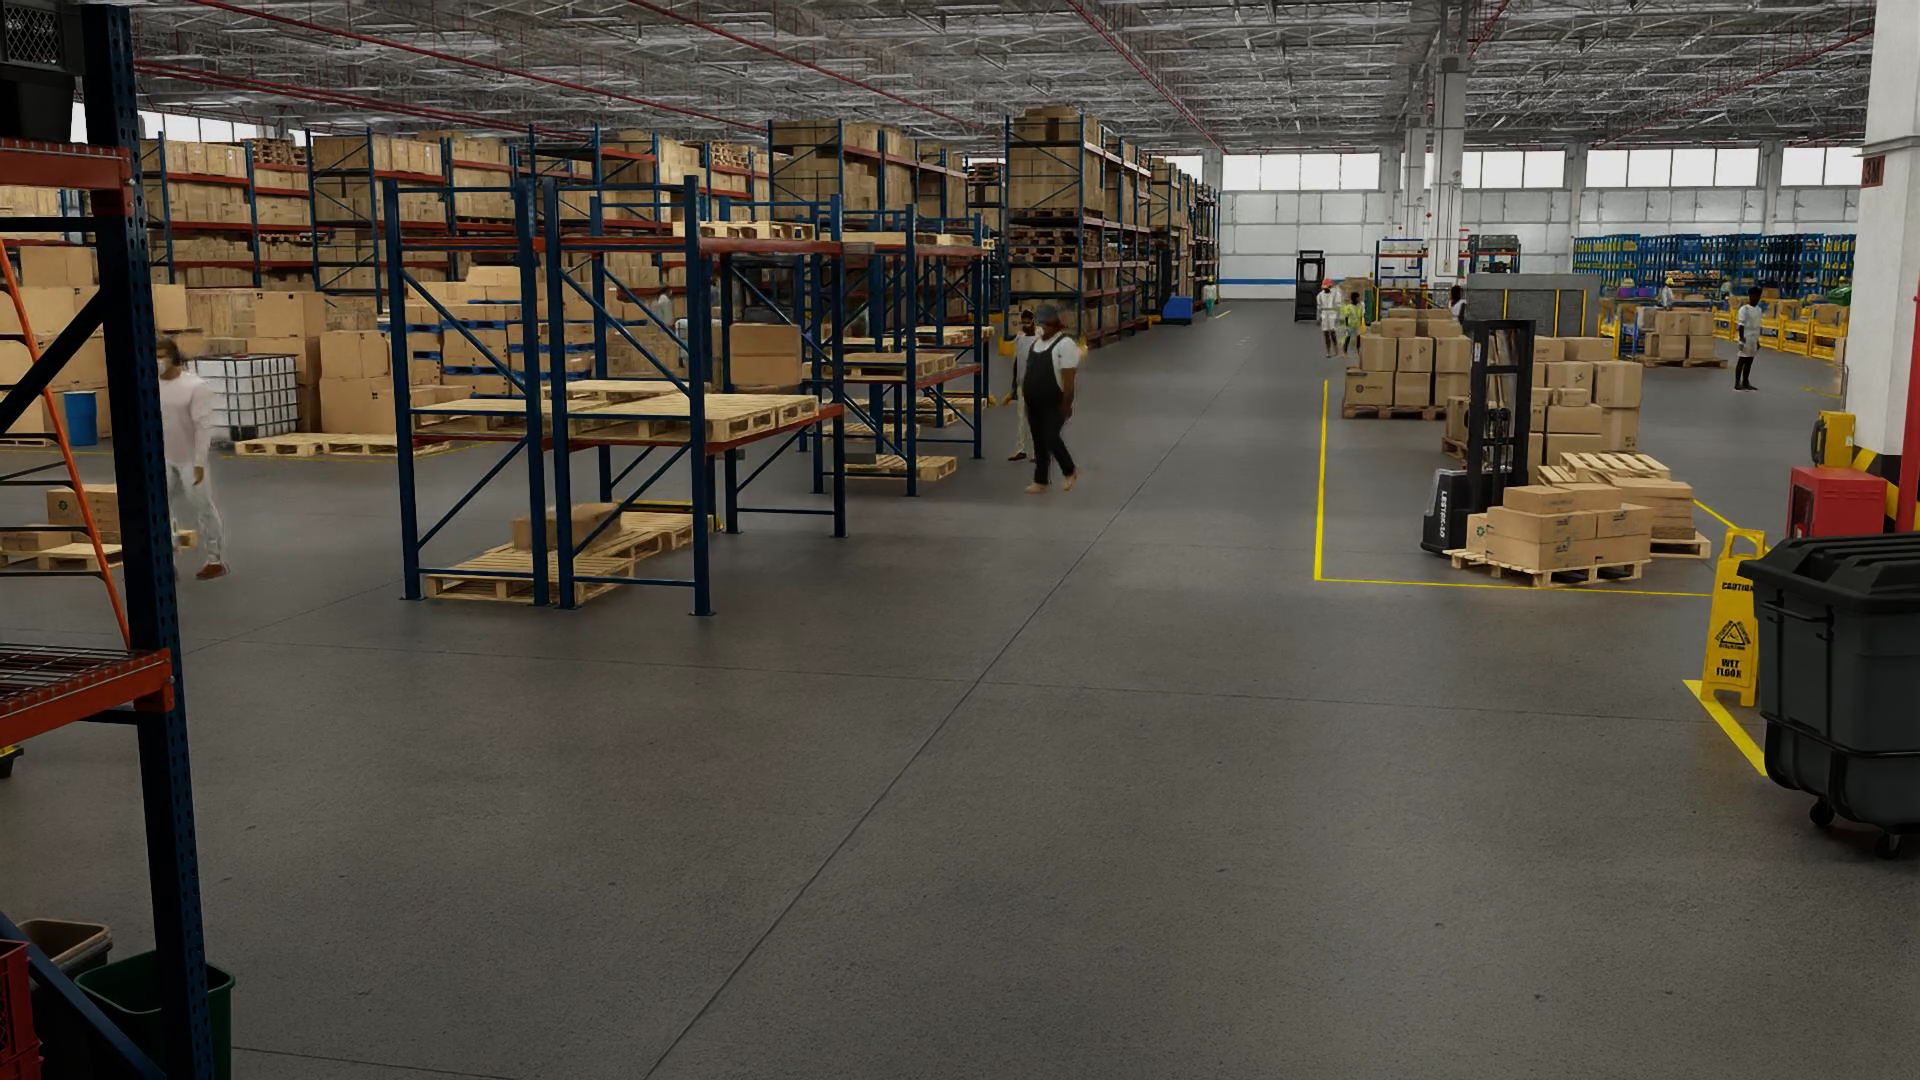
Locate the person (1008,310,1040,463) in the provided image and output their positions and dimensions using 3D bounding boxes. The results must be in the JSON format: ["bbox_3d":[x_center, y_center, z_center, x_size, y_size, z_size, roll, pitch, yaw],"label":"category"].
[{"bbox_3d":[0.836,-1.876,20.330,0.508,1.864,0.329,6,11,33],"label":"person"}]

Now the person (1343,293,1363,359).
[{"bbox_3d":[9.729,-5.270,41.020,0.548,1.645,0.887,-3,10,-20],"label":"person"}]

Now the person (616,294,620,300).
[{"bbox_3d":[-8.443,-5.239,40.929,0.524,1.631,0.318,0,10,-1],"label":"person"}]

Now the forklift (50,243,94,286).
[{"bbox_3d":[-19.899,-5.284,37.494,1.873,2.768,1.129,2,10,12],"label":"forklift"}]

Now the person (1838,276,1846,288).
[{"bbox_3d":[37.191,-10.252,70.217,0.327,1.768,0.531,0,10,0],"label":"person"}]

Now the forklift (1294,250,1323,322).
[{"bbox_3d":[13.778,-10.002,65.433,1.129,2.768,1.873,2,10,12],"label":"forklift"}]

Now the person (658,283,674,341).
[{"bbox_3d":[-6.969,-5.040,38.906,0.765,1.921,0.628,-2,10,-12],"label":"person"}]

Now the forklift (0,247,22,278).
[{"bbox_3d":[-27.066,-6.980,47.537,1.129,2.768,1.873,2,10,12],"label":"forklift"}]

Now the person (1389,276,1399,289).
[{"bbox_3d":[21.775,-12.392,83.309,0.542,1.629,0.319,1,10,7],"label":"person"}]

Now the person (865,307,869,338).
[{"bbox_3d":[-2.300,-5.495,42.432,0.505,1.625,0.529,-7,12,-37],"label":"person"}]

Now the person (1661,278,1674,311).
[{"bbox_3d":[24.687,-8.222,58.047,0.403,1.817,0.602,7,12,35],"label":"person"}]

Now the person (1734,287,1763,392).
[{"bbox_3d":[14.805,-3.759,31.179,0.609,1.960,0.371,-6,11,-33],"label":"person"}]

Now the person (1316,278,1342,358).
[{"bbox_3d":[9.257,-5.574,41.806,0.650,2.000,0.517,5,11,29],"label":"person"}]

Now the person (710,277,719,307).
[{"bbox_3d":[-7.527,-7.057,50.809,0.395,1.933,0.664,-6,11,-30],"label":"person"}]

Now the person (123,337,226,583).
[{"bbox_3d":[-5.937,-0.573,12.537,0.635,1.884,1.014,1,10,6],"label":"person"}]

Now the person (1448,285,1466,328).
[{"bbox_3d":[10.942,-4.715,37.019,0.691,1.895,0.630,-3,10,-16],"label":"person"}]

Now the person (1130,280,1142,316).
[{"bbox_3d":[6.295,-8.313,58.856,0.915,1.716,0.553,1,10,4],"label":"person"}]

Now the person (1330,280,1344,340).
[{"bbox_3d":[11.443,-7.068,51.093,0.666,1.853,0.991,2,10,11],"label":"person"}]

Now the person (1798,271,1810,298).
[{"bbox_3d":[39.080,-11.512,76.910,0.630,2.020,0.478,1,10,4],"label":"person"}]

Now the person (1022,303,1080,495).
[{"bbox_3d":[0.898,-1.480,17.450,0.536,2.000,0.706,-7,12,-36],"label":"person"}]

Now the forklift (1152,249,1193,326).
[{"bbox_3d":[7.646,-9.320,61.395,1.873,2.768,1.129,2,10,11],"label":"forklift"}]

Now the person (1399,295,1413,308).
[{"bbox_3d":[11.072,-5.252,41.115,0.507,1.597,0.822,-5,11,-27],"label":"person"}]

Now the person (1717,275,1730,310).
[{"bbox_3d":[32.672,-10.468,71.344,0.732,1.809,0.621,2,10,12],"label":"person"}]

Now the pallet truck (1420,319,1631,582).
[{"bbox_3d":[4.543,-0.757,13.299,0.823,1.965,1.885,-4,10,-22],"label":"pallet truck"}]

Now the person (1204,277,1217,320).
[{"bbox_3d":[10.285,-9.935,68.382,0.525,1.755,0.468,1,10,3],"label":"person"}]

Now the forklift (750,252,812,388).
[{"bbox_3d":[-3.407,-4.151,30.786,1.129,2.768,1.873,2,10,12],"label":"forklift"}]
